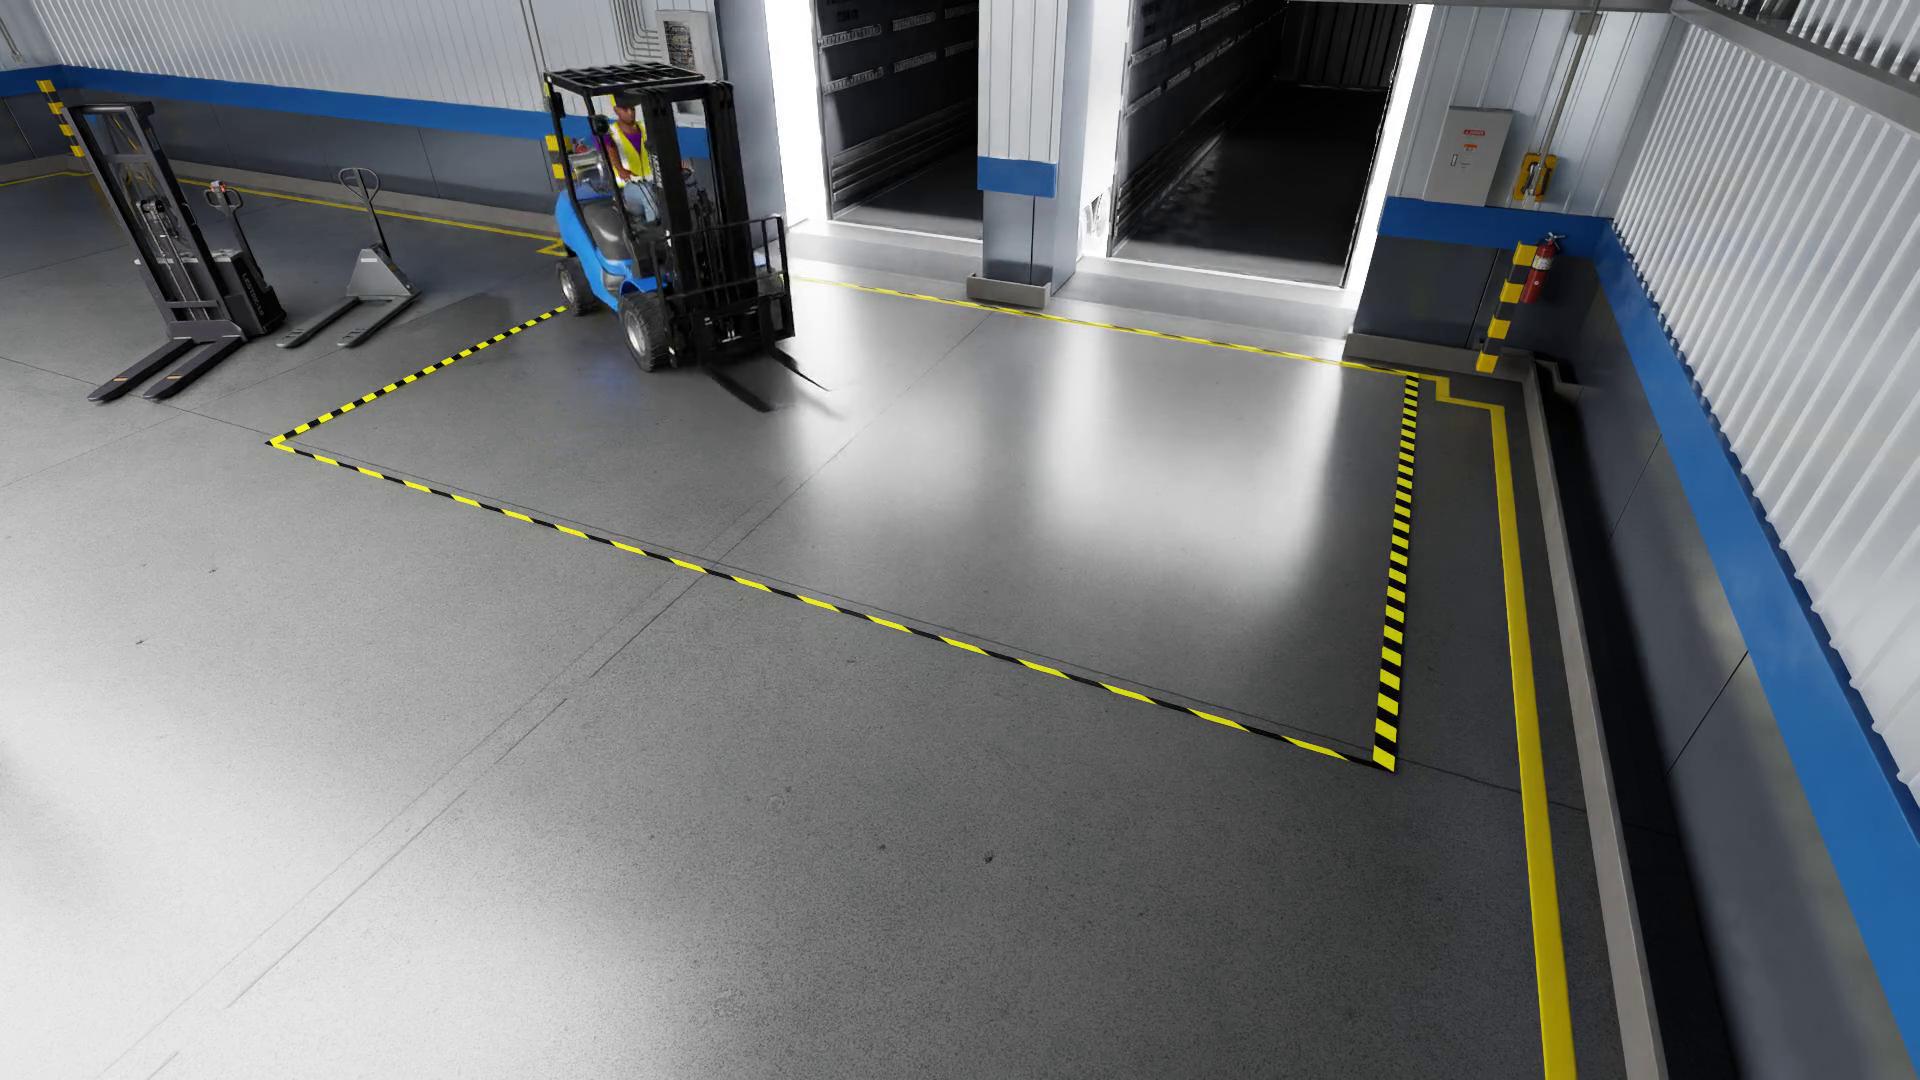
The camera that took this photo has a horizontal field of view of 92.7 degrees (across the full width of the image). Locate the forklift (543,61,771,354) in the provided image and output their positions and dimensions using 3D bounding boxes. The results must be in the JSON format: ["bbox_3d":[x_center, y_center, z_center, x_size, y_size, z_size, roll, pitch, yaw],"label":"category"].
[{"bbox_3d":[-2.680,-2.981,7.973,1.157,2.036,2.680,-24,42,-30],"label":"forklift"}]

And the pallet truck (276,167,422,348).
[{"bbox_3d":[-5.732,-2.611,8.414,0.680,1.201,1.601,-1,35,-1],"label":"pallet truck"}]

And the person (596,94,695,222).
[{"bbox_3d":[-2.649,-3.104,7.823,0.635,1.294,1.004,-24,42,-30],"label":"person"}]

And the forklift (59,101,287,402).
[{"bbox_3d":[-6.686,-2.387,7.434,0.823,1.965,1.885,-3,35,-5],"label":"forklift"}]
